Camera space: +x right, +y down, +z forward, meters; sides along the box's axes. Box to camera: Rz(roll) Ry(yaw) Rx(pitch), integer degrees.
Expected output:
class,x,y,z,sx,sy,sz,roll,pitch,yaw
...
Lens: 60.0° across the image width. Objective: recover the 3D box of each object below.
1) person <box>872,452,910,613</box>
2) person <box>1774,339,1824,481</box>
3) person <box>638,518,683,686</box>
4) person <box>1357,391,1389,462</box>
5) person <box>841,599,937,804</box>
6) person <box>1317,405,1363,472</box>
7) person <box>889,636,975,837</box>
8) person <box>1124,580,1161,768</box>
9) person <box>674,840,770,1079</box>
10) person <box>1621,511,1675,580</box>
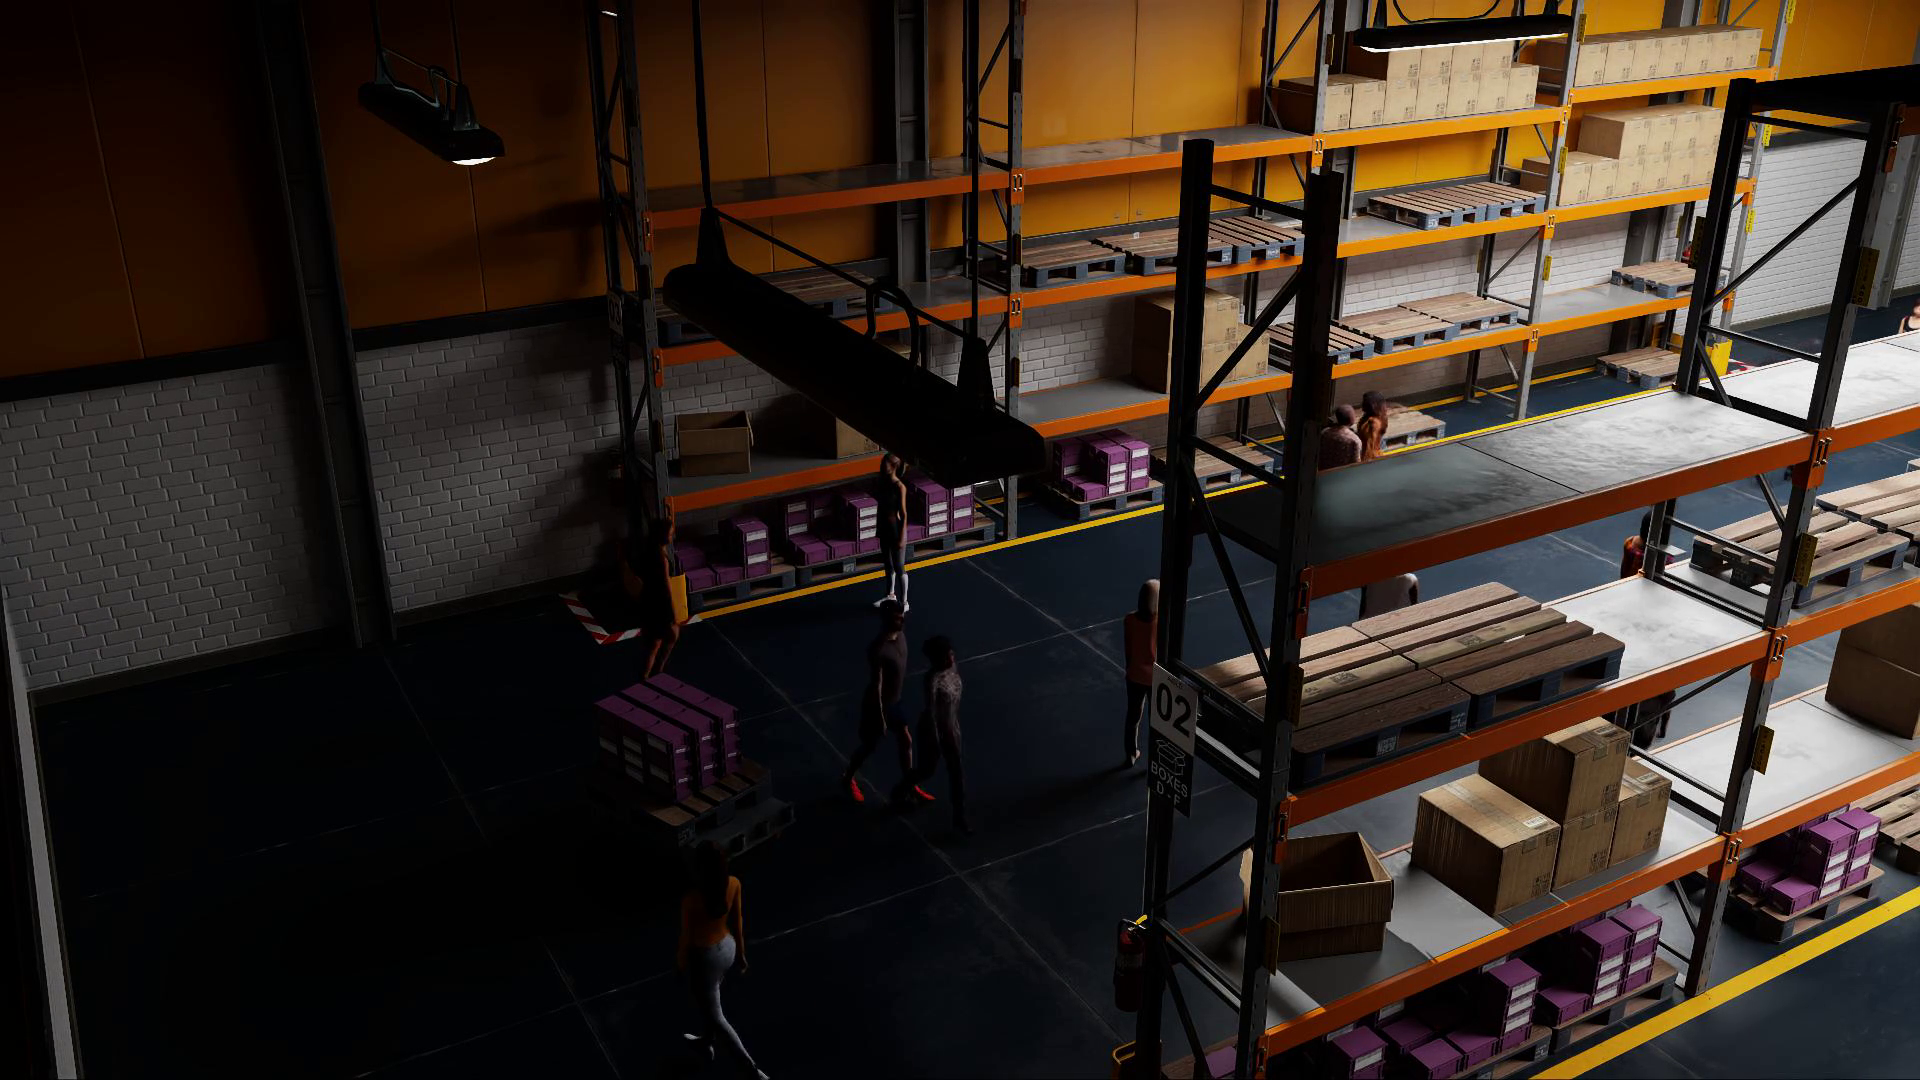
class,x,y,z,sx,sy,sz,roll,pitch,yaw
person,-0.669,-0.073,16.584,0.554,1.702,0.597,-18,30,-36
person,10.023,-1.542,19.895,0.670,1.741,0.653,-17,29,-34
person,-2.753,0.648,14.812,0.722,1.799,0.636,-13,27,-28
person,4.575,-0.802,18.251,0.875,1.702,0.858,-4,24,-8
person,-0.679,1.306,13.281,1.085,1.819,1.094,13,27,26
person,3.994,-0.564,17.574,0.682,1.808,0.743,-22,32,-40
person,-0.232,1.486,13.044,0.863,1.680,1.049,16,28,32
person,1.557,1.120,13.824,0.683,1.725,0.695,12,26,26
person,-1.476,2.664,10.290,0.869,1.727,1.132,21,31,40
person,6.305,0.481,15.334,0.672,1.686,0.662,-16,28,-33
